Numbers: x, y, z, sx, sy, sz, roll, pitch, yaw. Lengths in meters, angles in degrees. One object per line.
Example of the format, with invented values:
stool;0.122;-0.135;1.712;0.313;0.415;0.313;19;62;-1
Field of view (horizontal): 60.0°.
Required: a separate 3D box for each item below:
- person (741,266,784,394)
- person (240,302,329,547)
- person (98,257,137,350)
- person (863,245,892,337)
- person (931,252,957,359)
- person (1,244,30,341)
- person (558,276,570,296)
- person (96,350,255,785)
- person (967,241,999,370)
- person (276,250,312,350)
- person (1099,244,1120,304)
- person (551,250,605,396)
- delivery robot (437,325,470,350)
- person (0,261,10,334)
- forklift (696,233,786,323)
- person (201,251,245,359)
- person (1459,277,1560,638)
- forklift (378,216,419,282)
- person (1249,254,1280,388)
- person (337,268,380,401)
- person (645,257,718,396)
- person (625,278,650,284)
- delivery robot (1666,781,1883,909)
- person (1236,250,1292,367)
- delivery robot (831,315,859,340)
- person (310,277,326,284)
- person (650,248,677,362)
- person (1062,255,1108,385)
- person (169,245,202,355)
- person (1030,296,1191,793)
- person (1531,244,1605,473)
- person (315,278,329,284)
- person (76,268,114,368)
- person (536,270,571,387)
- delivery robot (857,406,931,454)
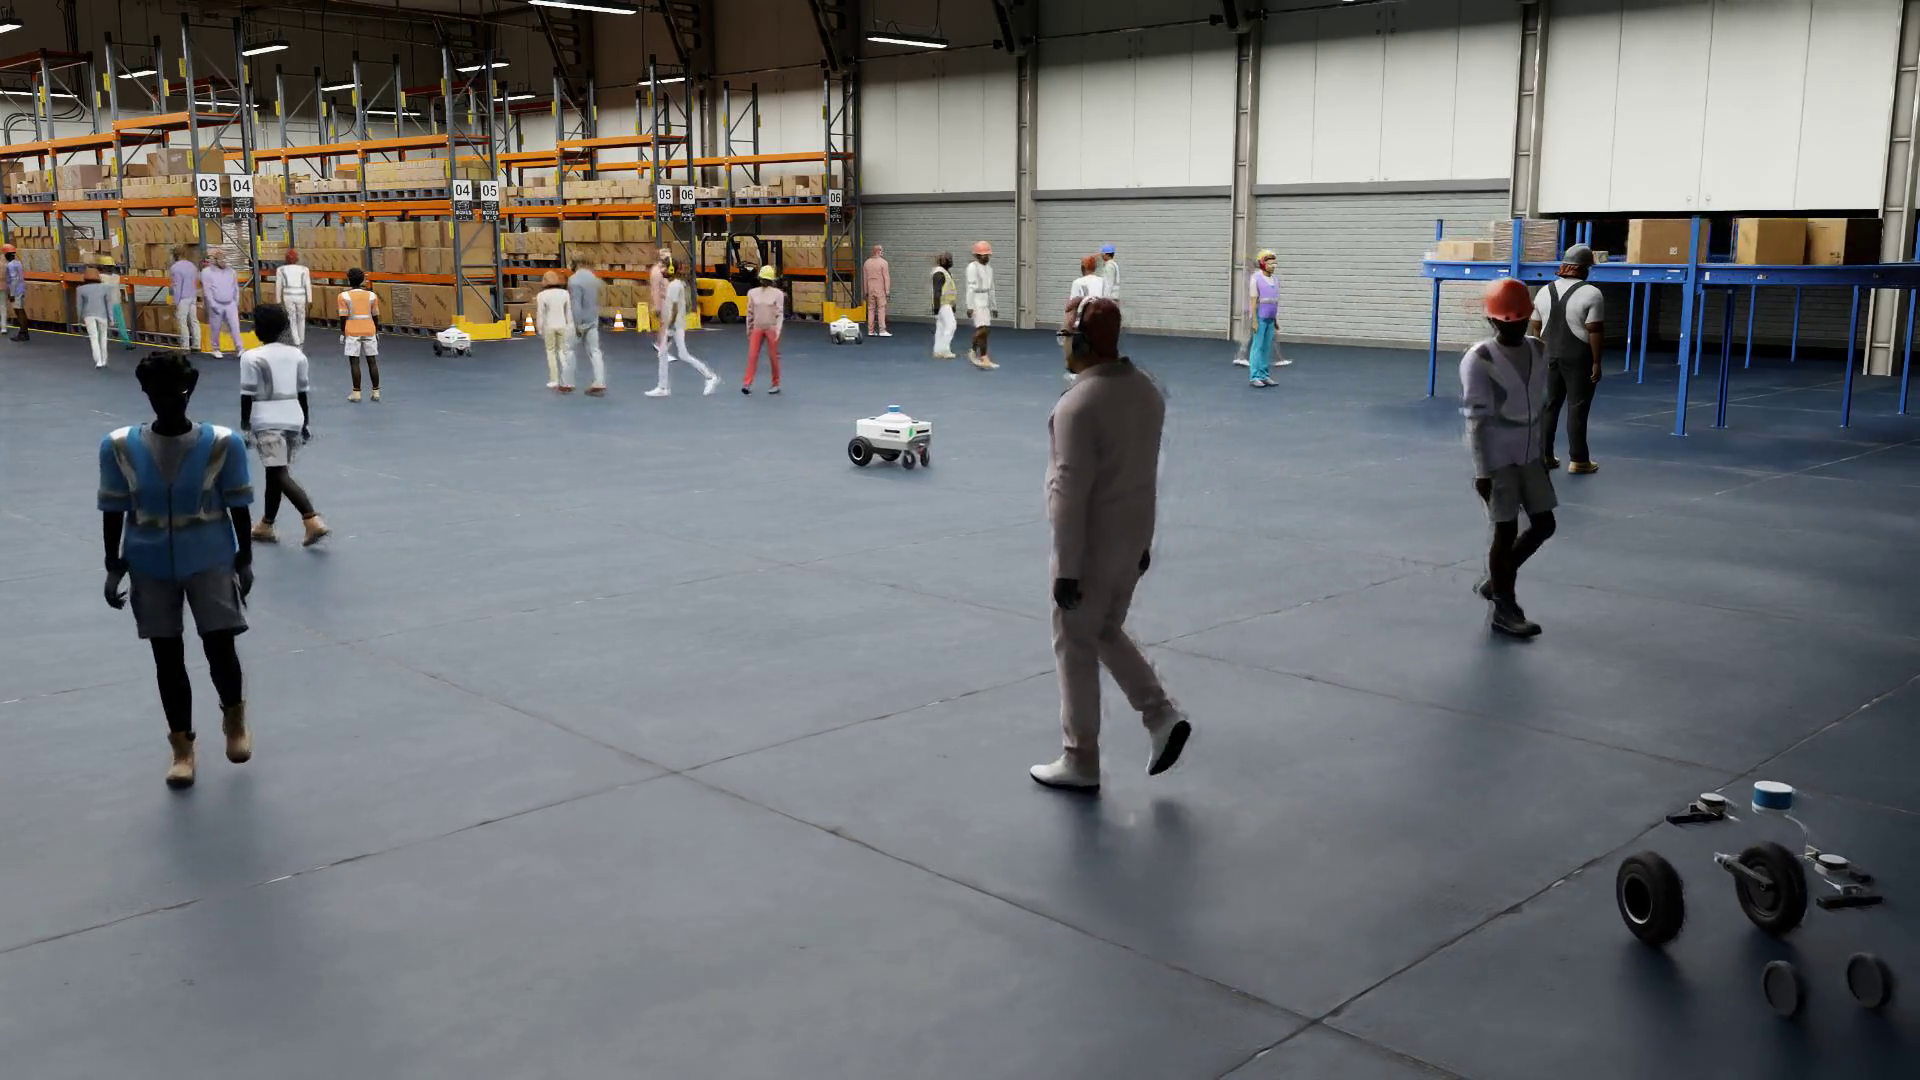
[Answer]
person;-2.602;-2.780;22.109;0.550;1.710;0.837;2;11;10
person;-4.633;-0.786;11.346;0.824;1.662;0.533;4;11;23
person;-15.730;-4.374;30.768;0.924;1.718;0.548;5;11;23
person;-1.707;-5.222;34.871;0.652;1.906;0.402;8;13;36
person;-0.212;-4.045;28.689;0.575;1.824;0.629;2;11;8
person;-19.036;-4.984;33.494;0.376;1.934;0.547;-2;11;-13
person;-10.775;-7.084;45.500;0.490;1.736;0.323;3;11;16
person;-2.994;0.113;6.391;0.545;1.688;0.363;-3;11;-15
person;0.365;-3.685;26.164;0.418;2.020;0.710;6;12;28
person;-12.370;-4.454;30.885;0.603;1.829;0.972;-5;11;-25
person;2.787;-4.559;31.143;0.403;1.943;0.616;2;11;11
person;-5.098;-2.872;22.047;0.863;1.903;0.635;4;11;22
delivery robot;-8.922;-3.549;29.297;0.477;0.478;0.707;-9;13;-40
person;-20.813;-5.392;35.877;0.610;1.874;0.987;-9;14;-41
forklift;-5.496;-6.489;41.108;2.313;2.155;1.214;-10;14;-44
person;-12.599;-4.010;28.437;0.634;1.844;1.043;-10;14;-42
person;2.886;-0.422;8.713;0.613;1.901;0.401;-5;12;-27
forklift;-17.868;-9.201;54.028;1.873;2.768;1.129;-10;14;-44
person;4.268;-3.081;23.356;0.563;1.847;0.389;-10;14;-44
person;-7.695;-2.630;21.307;0.540;1.695;0.317;-10;14;-43
person;-3.701;-2.825;22.019;0.893;1.834;0.514;-4;11;-21
person;-7.928;-6.242;40.721;0.635;1.808;0.915;-10;14;-44
delivery robot;2.332;0.816;4.786;0.335;0.223;0.699;-2;11;-11
person;4.884;-3.724;26.790;0.984;1.877;0.604;-4;11;-19
delivery robot;-2.271;-4.174;32.706;0.477;0.478;0.707;-5;12;-27
person;-19.123;-7.868;49.371;1.028;1.874;0.563;-3;11;-18
person;-4.968;-3.961;28.032;0.457;1.890;0.669;3;11;17
person;1.706;-2.975;22.816;0.602;1.826;0.968;-7;13;-35
person;-13.787;-4.255;29.568;0.381;1.927;0.649;1;10;7
person;0.555;0.031;6.264;0.513;1.890;0.662;8;13;36
person;5.528;-1.624;15.001;0.538;2.000;0.690;-7;13;-35
person;-18.230;-7.519;47.723;0.578;1.790;1.072;-9;14;-41
person;-13.851;-3.554;26.637;0.514;1.587;0.850;-6;12;-30
person;-5.655;-2.942;23.192;0.526;1.619;0.385;-9;14;-40
delivery robot;-0.610;-1.000;15.397;0.707;0.478;0.477;8;13;38
